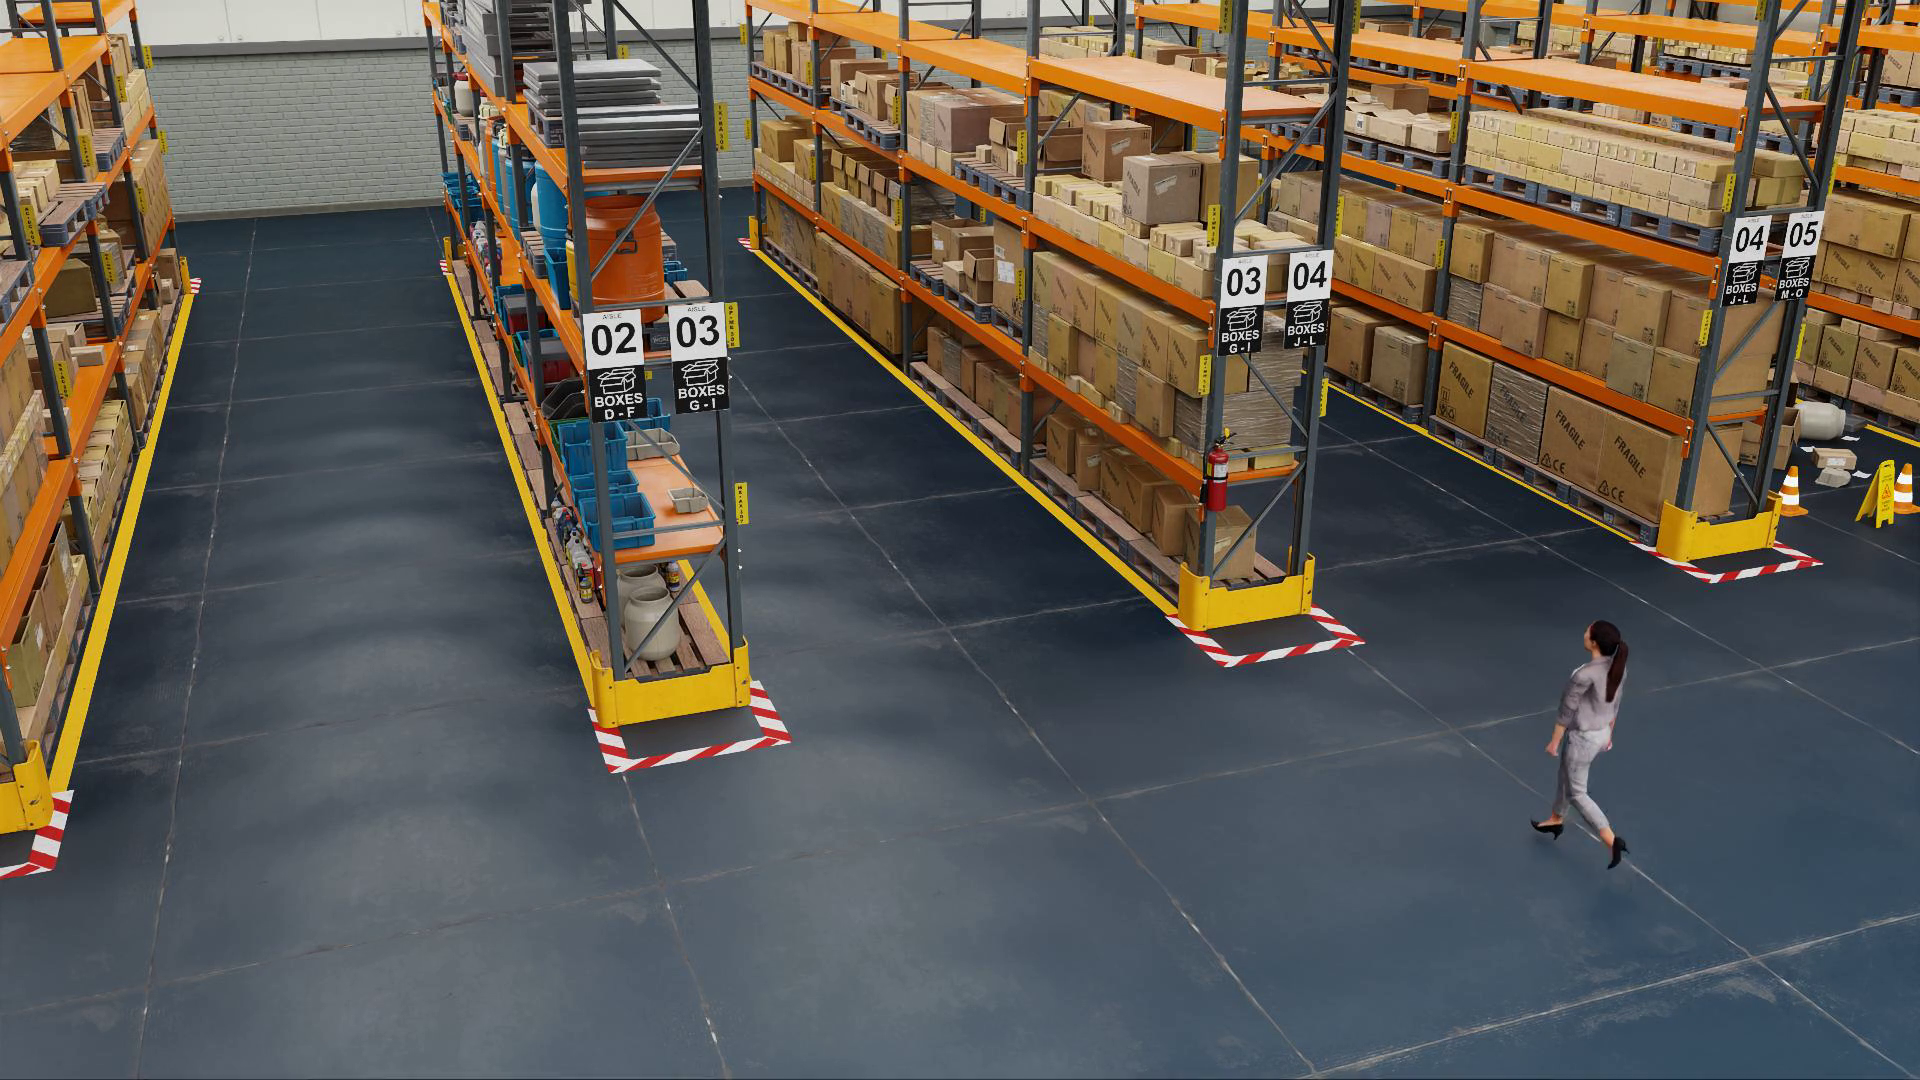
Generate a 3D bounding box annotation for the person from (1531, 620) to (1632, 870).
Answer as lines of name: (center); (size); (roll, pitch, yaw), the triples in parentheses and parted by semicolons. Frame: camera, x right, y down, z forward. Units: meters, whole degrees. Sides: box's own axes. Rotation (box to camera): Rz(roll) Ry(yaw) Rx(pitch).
person: (4.042, 1.331, 10.610); (0.806, 1.652, 1.088); (-15, 27, -33)
